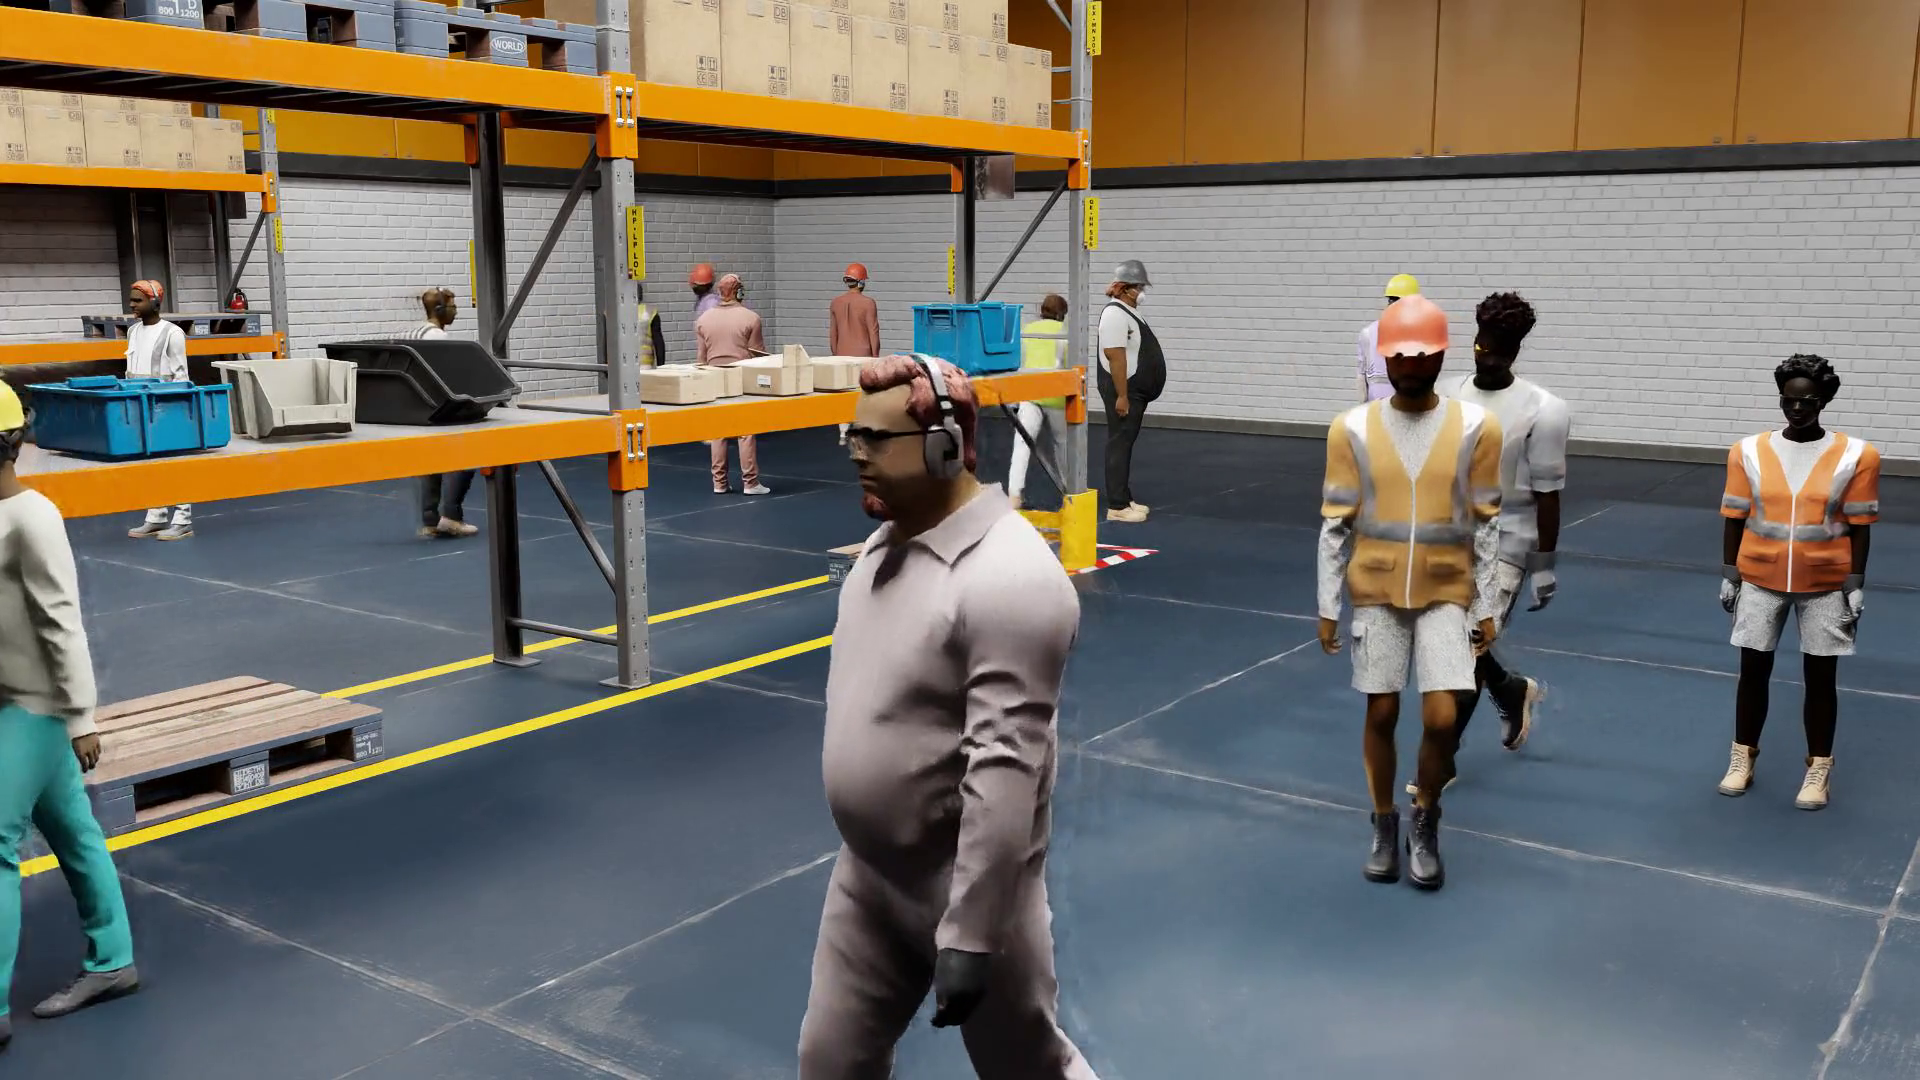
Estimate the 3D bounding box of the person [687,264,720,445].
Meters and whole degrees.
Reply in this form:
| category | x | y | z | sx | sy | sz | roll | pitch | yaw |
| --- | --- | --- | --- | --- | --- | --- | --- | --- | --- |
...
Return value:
| category | x | y | z | sx | sy | sz | roll | pitch | yaw |
| --- | --- | --- | --- | --- | --- | --- | --- | --- | --- |
| person | -2.767 | -2.032 | 18.287 | 0.529 | 1.993 | 0.707 | -4 | 10 | -21 |

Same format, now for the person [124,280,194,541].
| category | x | y | z | sx | sy | sz | roll | pitch | yaw |
| --- | --- | --- | --- | --- | --- | --- | --- | --- | --- |
| person | -5.844 | -0.937 | 12.091 | 0.575 | 1.882 | 0.355 | 5 | 11 | 26 |

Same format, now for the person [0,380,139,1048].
| category | x | y | z | sx | sy | sz | roll | pitch | yaw |
| --- | --- | --- | --- | --- | --- | --- | --- | --- | --- |
| person | -2.509 | 0.445 | 4.247 | 0.555 | 1.737 | 0.742 | 9 | 13 | 43 |

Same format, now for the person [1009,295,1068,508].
| category | x | y | z | sx | sy | sz | roll | pitch | yaw |
| --- | --- | --- | --- | --- | --- | --- | --- | --- | --- |
| person | 0.715 | -1.152 | 13.841 | 0.639 | 1.740 | 1.112 | 4 | 10 | 23 |

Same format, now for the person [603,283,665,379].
| category | x | y | z | sx | sy | sz | roll | pitch | yaw |
| --- | --- | --- | --- | --- | --- | --- | --- | --- | --- |
| person | -3.601 | -1.969 | 18.511 | 0.654 | 1.786 | 0.974 | 1 | 10 | 5 |

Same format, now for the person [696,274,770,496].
| category | x | y | z | sx | sy | sz | roll | pitch | yaw |
| --- | --- | --- | --- | --- | --- | --- | --- | --- | --- |
| person | -1.939 | -1.333 | 14.365 | 0.643 | 1.913 | 0.411 | 4 | 10 | 20 |

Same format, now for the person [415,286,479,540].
| category | x | y | z | sx | sy | sz | roll | pitch | yaw |
| --- | --- | --- | --- | --- | --- | --- | --- | --- | --- |
| person | -3.719 | -0.913 | 12.074 | 0.537 | 1.831 | 0.520 | -6 | 11 | -32 |

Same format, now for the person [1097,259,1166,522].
| category | x | y | z | sx | sy | sz | roll | pitch | yaw |
| --- | --- | --- | --- | --- | --- | --- | --- | --- | --- |
| person | 1.345 | -1.175 | 13.039 | 0.538 | 2.000 | 0.683 | 2 | 10 | 11 |

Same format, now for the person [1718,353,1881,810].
| category | x | y | z | sx | sy | sz | roll | pitch | yaw |
| --- | --- | --- | --- | --- | --- | --- | --- | --- | --- |
| person | 3.091 | 0.152 | 6.180 | 0.530 | 1.689 | 0.322 | 6 | 11 | 34 |

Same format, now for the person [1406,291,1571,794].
| category | x | y | z | sx | sy | sz | roll | pitch | yaw |
| --- | --- | --- | --- | --- | --- | --- | --- | --- | --- |
| person | 2.063 | 0.005 | 6.429 | 0.791 | 1.922 | 0.648 | -7 | 12 | -38 |

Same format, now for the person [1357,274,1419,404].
| category | x | y | z | sx | sy | sz | roll | pitch | yaw |
| --- | --- | --- | --- | --- | --- | --- | --- | --- | --- |
| person | 3.138 | -0.943 | 11.992 | 0.369 | 1.927 | 0.588 | -9 | 13 | -44 |

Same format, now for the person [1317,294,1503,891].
| category | x | y | z | sx | sy | sz | roll | pitch | yaw |
| --- | --- | --- | --- | --- | --- | --- | --- | --- | --- |
| person | 1.421 | 0.184 | 5.309 | 0.567 | 1.915 | 0.522 | 3 | 10 | 17 |

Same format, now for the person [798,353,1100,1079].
| category | x | y | z | sx | sy | sz | roll | pitch | yaw |
| --- | --- | --- | --- | --- | --- | --- | --- | --- | --- |
| person | -0.001 | 0.589 | 3.062 | 0.955 | 1.870 | 0.647 | -6 | 11 | -32 |

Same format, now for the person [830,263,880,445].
| category | x | y | z | sx | sy | sz | roll | pitch | yaw |
| --- | --- | --- | --- | --- | --- | --- | --- | --- | --- |
| person | -1.137 | -2.028 | 18.249 | 0.610 | 1.996 | 0.379 | 5 | 11 | 28 |
